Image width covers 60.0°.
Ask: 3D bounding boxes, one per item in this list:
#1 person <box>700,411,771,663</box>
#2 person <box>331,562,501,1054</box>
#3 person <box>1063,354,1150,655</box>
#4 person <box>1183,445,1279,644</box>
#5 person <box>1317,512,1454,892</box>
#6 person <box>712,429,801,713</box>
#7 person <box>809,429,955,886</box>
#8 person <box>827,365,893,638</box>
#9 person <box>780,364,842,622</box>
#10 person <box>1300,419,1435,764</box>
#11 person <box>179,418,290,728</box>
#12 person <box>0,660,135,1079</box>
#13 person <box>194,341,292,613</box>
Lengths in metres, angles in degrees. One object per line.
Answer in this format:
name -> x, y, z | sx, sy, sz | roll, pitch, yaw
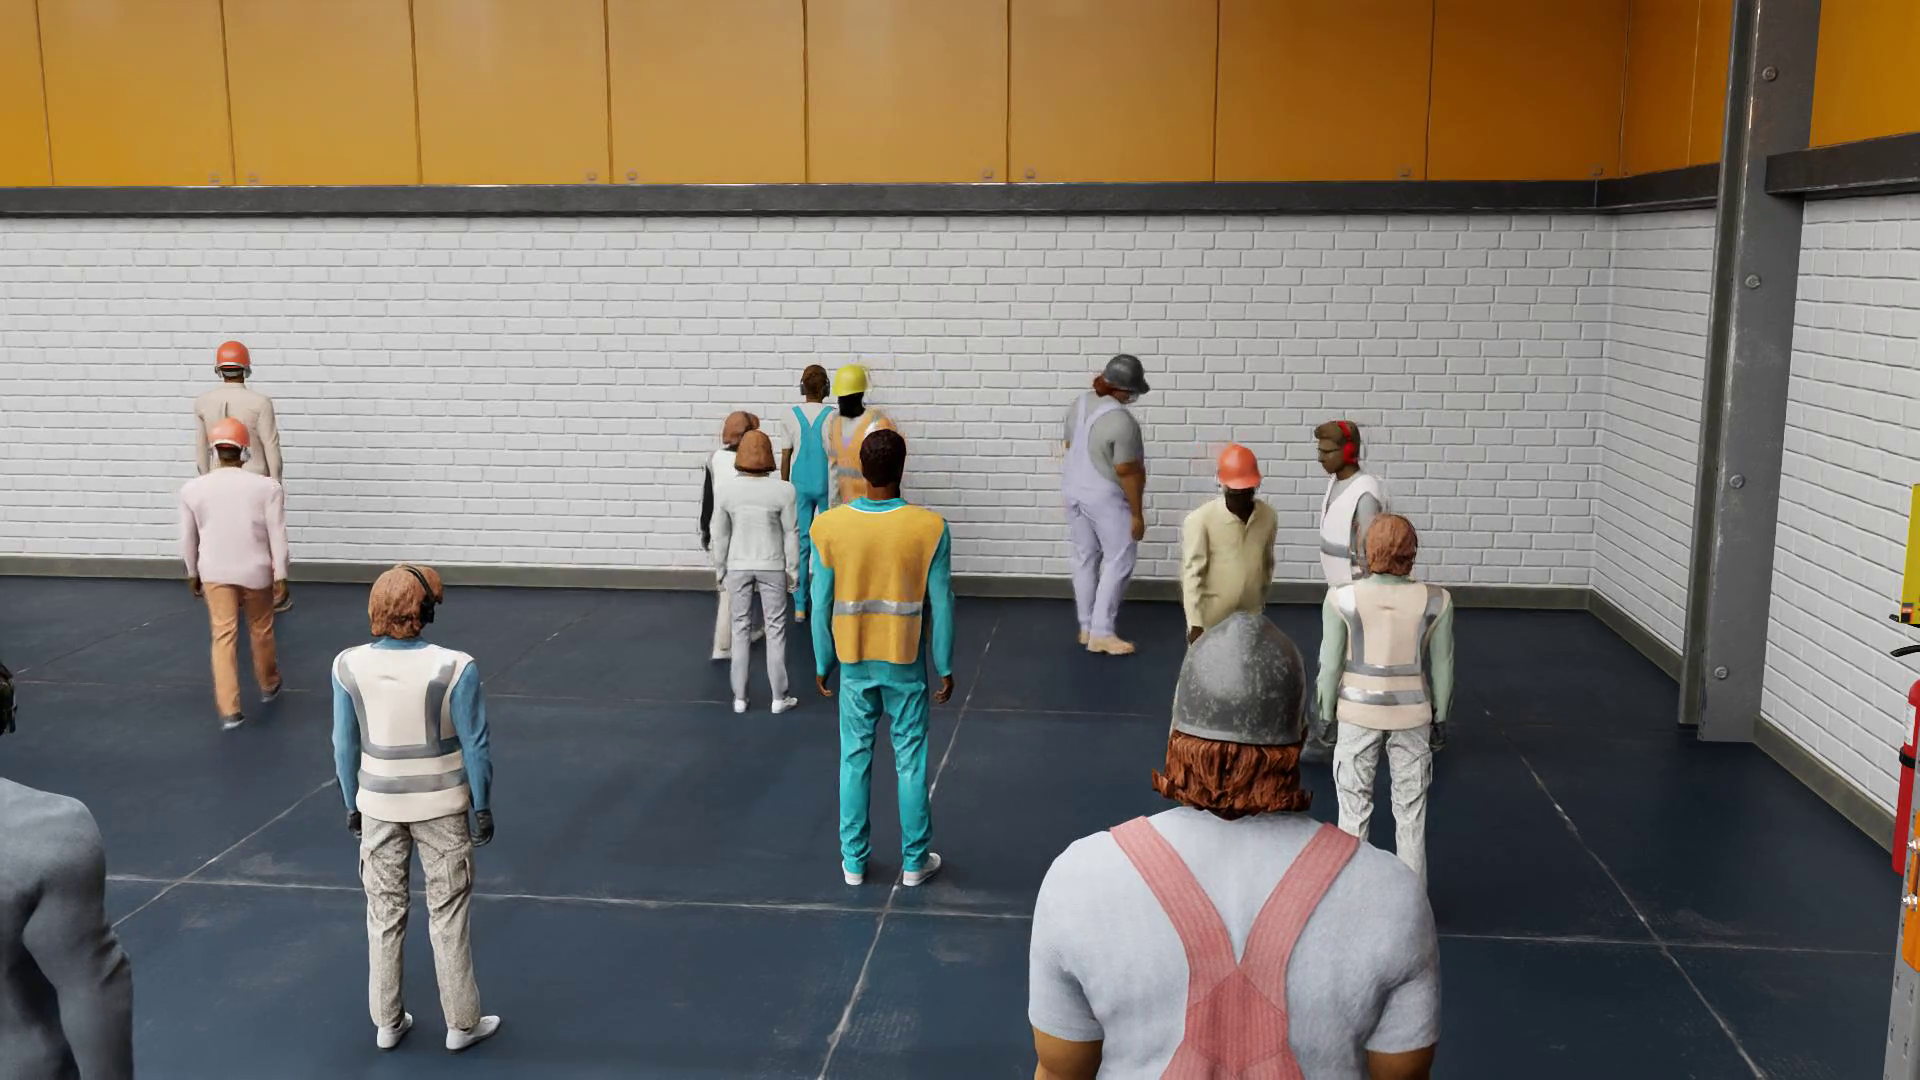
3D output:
person -> -1.384, -0.038, 10.871 | 0.522, 1.603, 0.797 | 8, 13, 37
person -> -1.786, 0.890, 5.466 | 0.522, 1.640, 0.306 | 1, 10, 5
person -> 0.998, -0.283, 11.034 | 0.544, 2.000, 0.766 | -6, 12, -32
person -> 1.360, 0.357, 8.342 | 0.588, 1.700, 0.899 | -4, 11, -22
person -> 1.653, 0.710, 6.492 | 0.522, 1.640, 0.306 | 1, 10, 5
person -> -1.158, 0.187, 9.530 | 0.515, 1.628, 0.294 | 1, 10, 5
person -> -0.317, 0.498, 6.912 | 0.596, 1.918, 0.382 | 1, 10, 5
person -> -0.732, -0.260, 11.408 | 1.010, 1.862, 0.644 | -9, 13, -42
person -> -1.015, -0.326, 11.837 | 0.513, 1.845, 0.336 | 1, 10, 5
person -> 2.100, 0.277, 8.543 | 0.874, 1.806, 0.623 | 0, 10, 0
person -> -4.104, 0.160, 9.446 | 0.585, 1.700, 0.892 | -2, 10, -13
person -> -1.937, 1.114, 3.323 | 0.635, 1.939, 0.362 | 1, 10, 5
person -> -5.205, -0.443, 12.067 | 0.622, 1.996, 0.370 | 1, 10, 5
